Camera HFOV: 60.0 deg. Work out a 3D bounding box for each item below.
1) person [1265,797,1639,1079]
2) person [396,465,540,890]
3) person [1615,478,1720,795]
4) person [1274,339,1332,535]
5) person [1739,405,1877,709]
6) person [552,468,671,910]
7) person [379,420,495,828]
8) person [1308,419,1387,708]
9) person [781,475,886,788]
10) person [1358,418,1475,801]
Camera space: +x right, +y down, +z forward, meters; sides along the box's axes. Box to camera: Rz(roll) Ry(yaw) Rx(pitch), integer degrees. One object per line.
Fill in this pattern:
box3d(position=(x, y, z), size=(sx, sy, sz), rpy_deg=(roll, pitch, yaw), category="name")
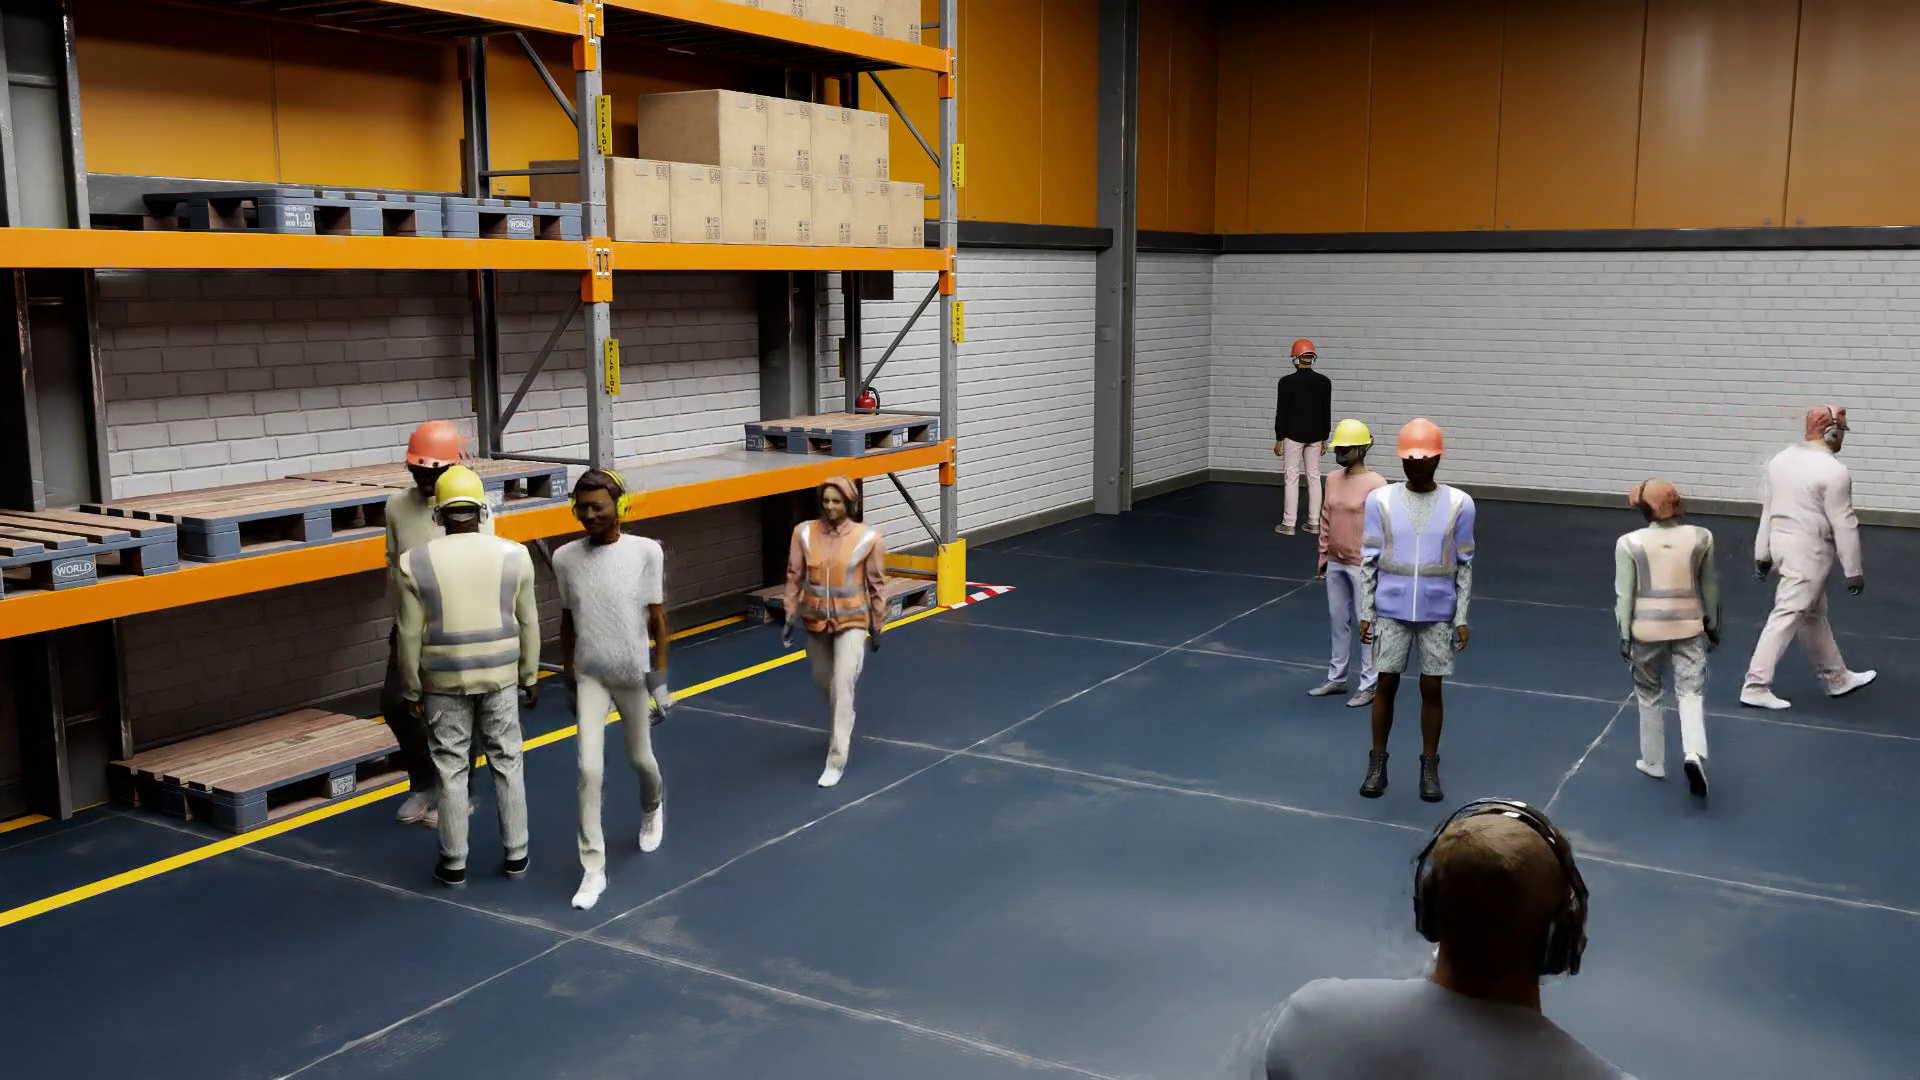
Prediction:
box3d(position=(0.774, 1.298, 2.503), size=(0.638, 1.907, 0.815), rpy_deg=(7, 11, 36), category="person")
box3d(position=(-2.120, 0.591, 7.191), size=(0.600, 1.827, 0.404), rpy_deg=(-4, 10, -26), category="person")
box3d(position=(3.618, 0.491, 8.473), size=(0.558, 1.603, 0.655), rpy_deg=(1, 9, 9), category="person")
box3d(position=(3.477, -1.045, 16.920), size=(0.615, 1.989, 0.402), rpy_deg=(-3, 10, -19), category="person")
box3d(position=(5.222, 0.114, 10.088), size=(1.003, 1.854, 0.666), rpy_deg=(-1, 9, -4), category="person")
box3d(position=(-1.494, 0.580, 7.257), size=(0.519, 1.837, 0.910), rpy_deg=(0, 9, -1), category="person")
box3d(position=(-2.473, 0.414, 7.846), size=(0.643, 1.971, 0.507), rpy_deg=(3, 10, 20), category="person")
box3d(position=(2.388, 0.140, 10.202), size=(0.326, 1.767, 0.533), rpy_deg=(-6, 11, -32), category="person")
box3d(position=(-0.640, 0.435, 8.852), size=(0.522, 1.608, 0.786), rpy_deg=(3, 9, 15), category="person")
box3d(position=(2.276, 0.354, 8.333), size=(0.551, 1.934, 0.373), rpy_deg=(3, 9, 16), category="person")
